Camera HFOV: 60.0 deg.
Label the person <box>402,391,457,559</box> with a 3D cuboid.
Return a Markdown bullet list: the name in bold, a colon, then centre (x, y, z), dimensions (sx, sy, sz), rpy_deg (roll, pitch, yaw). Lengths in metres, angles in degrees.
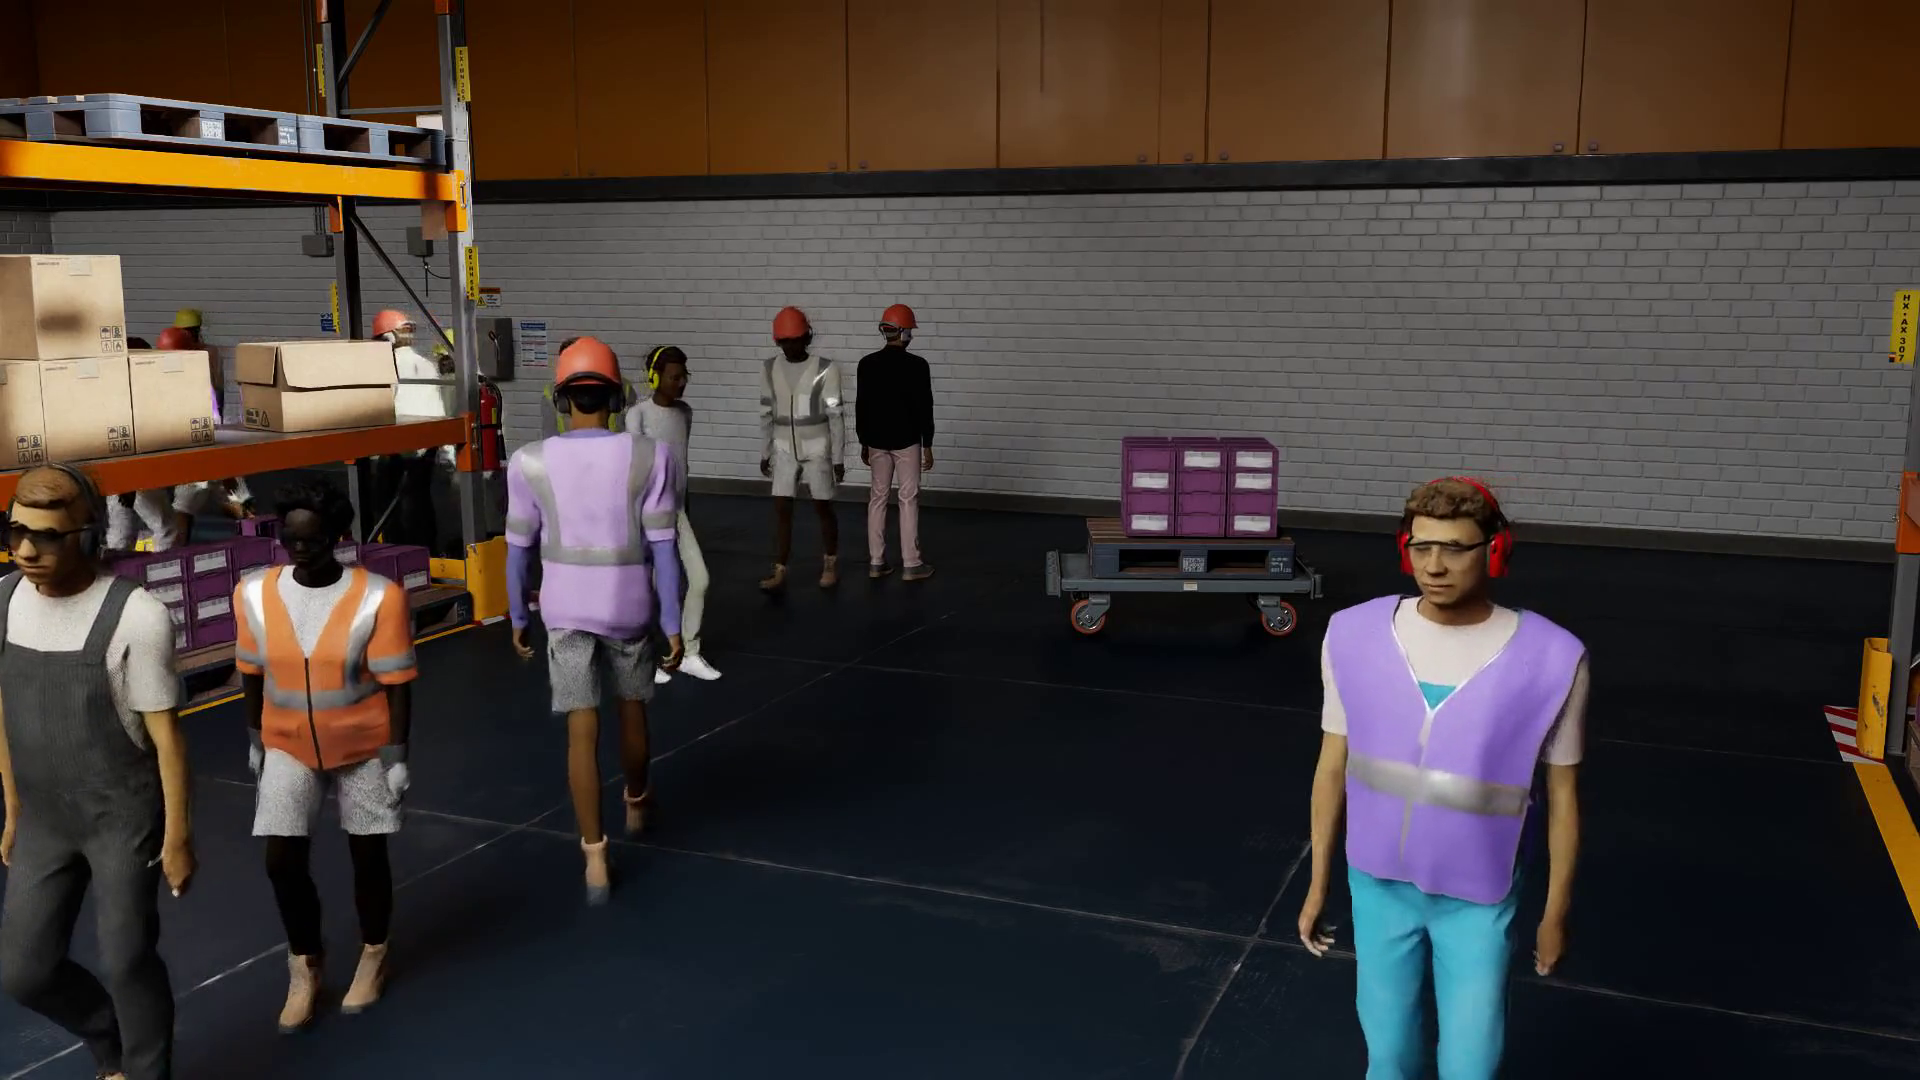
- **person**: centre (-4.080, -0.587, 12.563), dimensions (0.768, 1.585, 0.499), rpy_deg (8, 12, 39)

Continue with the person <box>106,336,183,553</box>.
- **person**: centre (-5.227, -0.398, 10.737), dimensions (0.715, 1.814, 0.650), rpy_deg (-6, 11, -34)

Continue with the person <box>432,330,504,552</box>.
- **person**: centre (-3.981, -0.801, 13.359), dimensions (0.719, 1.766, 0.664), rpy_deg (-5, 10, -27)

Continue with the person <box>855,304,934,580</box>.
- **person**: centre (-0.457, -0.710, 12.081), dimensions (0.618, 1.993, 0.396), rpy_deg (5, 11, 28)

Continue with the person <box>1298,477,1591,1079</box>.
- **person**: centre (1.062, 0.760, 3.683), dimensions (0.572, 1.827, 0.495), rpy_deg (6, 11, 31)

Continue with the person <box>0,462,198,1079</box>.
- **person**: centre (-2.136, 0.697, 4.095), dimensions (0.543, 1.818, 0.468), rpy_deg (1, 9, 8)

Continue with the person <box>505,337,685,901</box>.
- **person**: centre (-1.363, 0.250, 6.238), dimensions (0.643, 1.995, 0.999), rpy_deg (-1, 9, -8)

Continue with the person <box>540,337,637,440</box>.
- **person**: centre (-2.460, -0.450, 11.130), dimensions (0.671, 1.796, 0.885), rpy_deg (-4, 10, -22)

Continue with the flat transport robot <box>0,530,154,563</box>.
- **flat transport robot**: centre (-6.591, 0.058, 12.639), dimensions (1.431, 0.197, 0.652), rpy_deg (4, 10, 22)

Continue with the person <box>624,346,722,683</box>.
- **person**: centre (-1.568, -0.120, 8.955), dimensions (0.631, 1.845, 0.518), rpy_deg (7, 12, 37)

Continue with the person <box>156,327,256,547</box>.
- **person**: centre (-5.149, -0.531, 11.461), dimensions (1.056, 1.874, 0.590), rpy_deg (-5, 11, -29)

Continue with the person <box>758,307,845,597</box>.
- **person**: centre (-1.110, -0.601, 11.464), dimensions (0.704, 1.974, 1.024), rpy_deg (3, 10, 17)

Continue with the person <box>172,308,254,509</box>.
- **person**: centre (-6.903, -1.167, 15.162), dimensions (0.962, 1.890, 0.594), rpy_deg (4, 10, 23)

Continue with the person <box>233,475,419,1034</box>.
- **person**: centre (-1.861, 0.628, 4.914), dimensions (0.551, 1.669, 0.512), rpy_deg (-1, 9, -4)

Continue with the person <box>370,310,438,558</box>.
- **person**: centre (-3.961, -0.653, 11.861), dimensions (0.546, 1.950, 0.635), rpy_deg (5, 10, 26)
